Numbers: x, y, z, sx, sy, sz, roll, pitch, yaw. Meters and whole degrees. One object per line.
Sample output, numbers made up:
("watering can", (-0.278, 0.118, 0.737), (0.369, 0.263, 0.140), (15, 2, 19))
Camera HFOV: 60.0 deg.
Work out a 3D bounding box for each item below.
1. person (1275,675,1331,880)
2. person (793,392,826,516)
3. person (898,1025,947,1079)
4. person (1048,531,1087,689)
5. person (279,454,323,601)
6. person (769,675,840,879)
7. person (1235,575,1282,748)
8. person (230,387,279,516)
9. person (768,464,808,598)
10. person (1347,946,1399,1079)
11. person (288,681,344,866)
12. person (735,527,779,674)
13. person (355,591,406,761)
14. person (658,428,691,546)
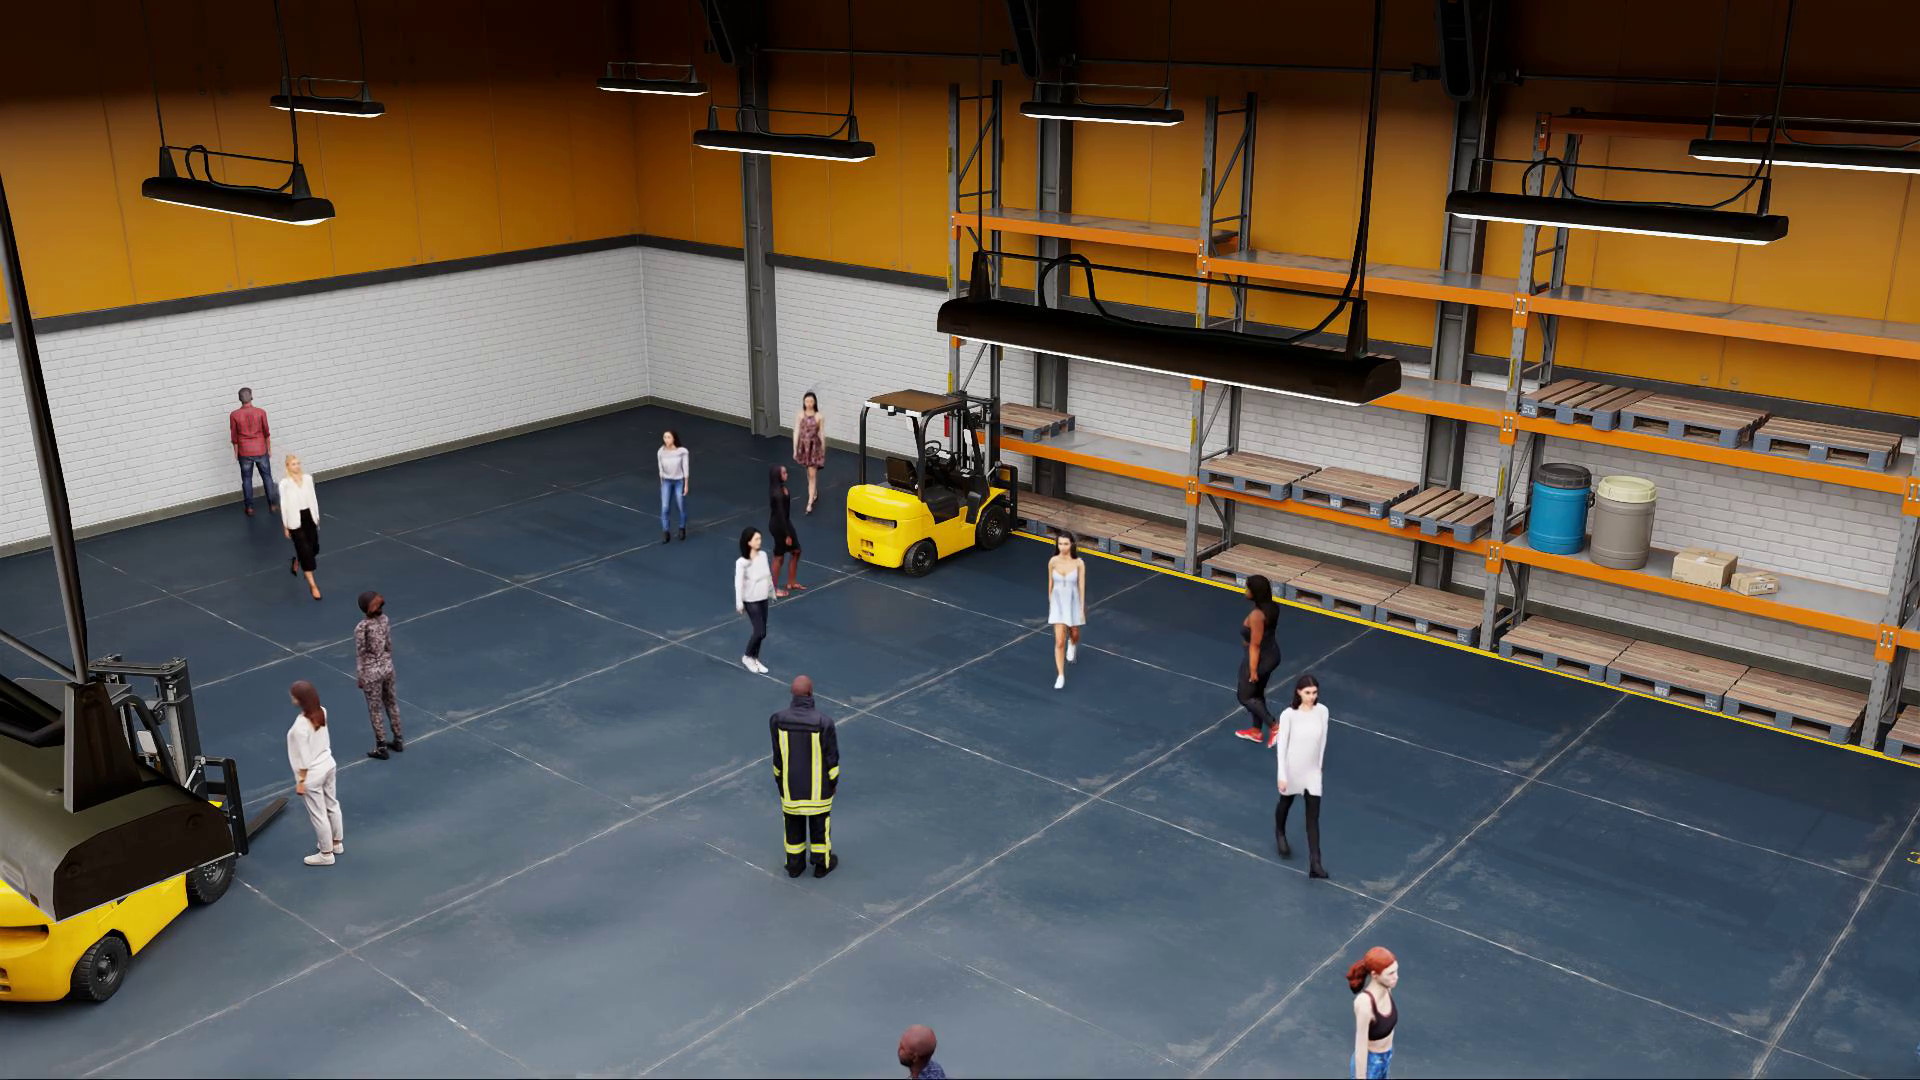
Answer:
("person", (2.884, 1.963, 14.275), (1.091, 1.756, 1.193), (-3, 19, -9))
("person", (-2.150, -1.256, 23.897), (1.188, 1.717, 1.090), (3, 19, 7))
("person", (-0.149, 3.563, 9.441), (0.857, 1.809, 0.824), (2, 19, 7))
("person", (1.180, 0.708, 18.082), (1.080, 1.706, 1.000), (3, 19, 8))
("person", (-8.142, -0.171, 20.480), (1.002, 1.840, 0.611), (16, 24, 39))
("person", (-1.304, 1.993, 14.082), (0.804, 1.824, 0.919), (3, 19, 9))
("person", (3.037, 1.226, 16.399), (0.863, 1.797, 0.718), (14, 23, 37))
("person", (-10.118, -1.278, 23.790), (0.759, 1.827, 0.737), (-7, 20, -21))
("person", (-2.287, -0.106, 20.494), (0.873, 1.707, 0.812), (-1, 19, -2))
("person", (2.528, 3.298, 10.266), (0.584, 1.785, 0.592), (12, 22, 31))
("person", (-5.544, 1.985, 14.314), (0.703, 1.689, 0.685), (3, 19, 8))
("person", (-2.308, 0.650, 18.277), (0.622, 1.690, 0.651), (11, 22, 30))
("person", (-5.702, 1.306, 16.287), (0.603, 1.716, 0.606), (10, 21, 26))
("person", (-3.844, -0.761, 22.590), (0.848, 1.613, 0.880), (2, 19, 5))
